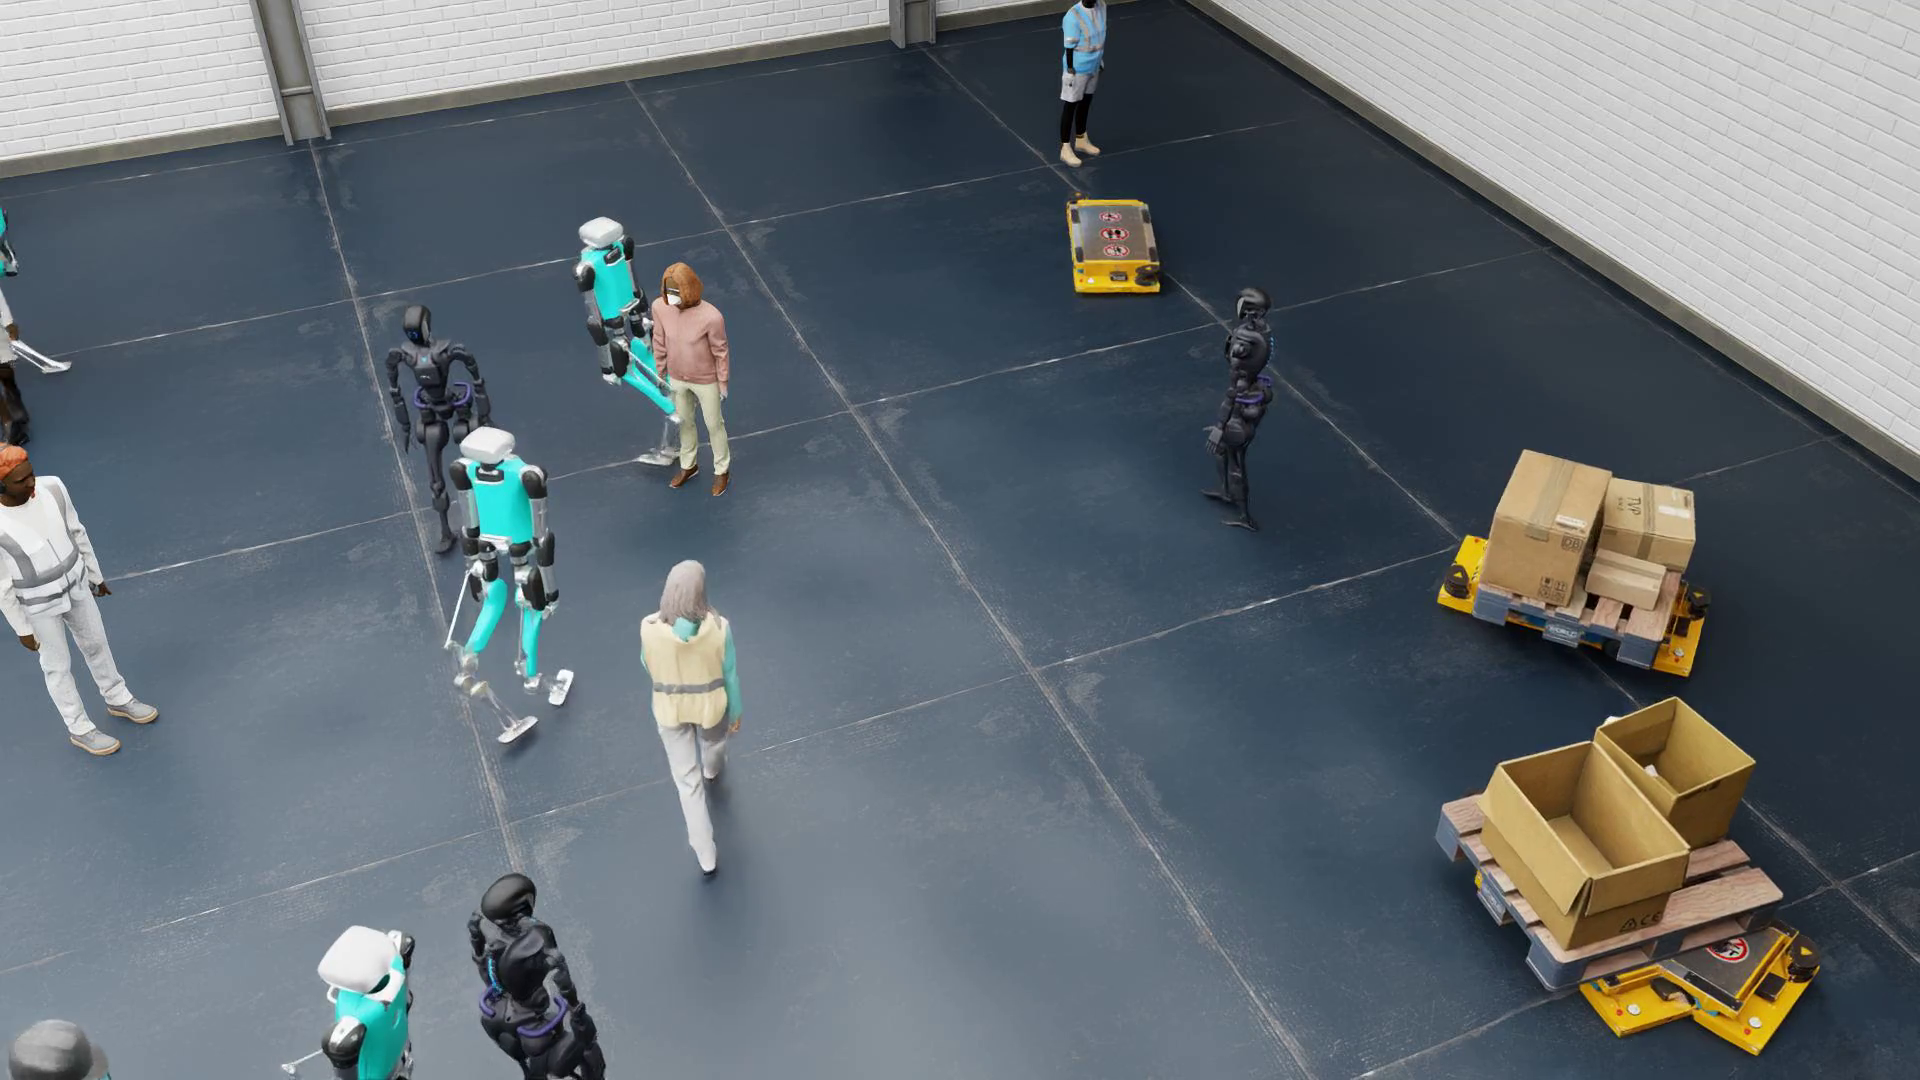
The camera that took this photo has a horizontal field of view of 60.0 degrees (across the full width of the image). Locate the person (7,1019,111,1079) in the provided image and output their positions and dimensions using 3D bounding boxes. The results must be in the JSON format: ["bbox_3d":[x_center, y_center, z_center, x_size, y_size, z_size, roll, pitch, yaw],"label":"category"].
[{"bbox_3d":[-3.070,2.280,5.967,0.537,1.898,0.581,1,38,1],"label":"person"}]

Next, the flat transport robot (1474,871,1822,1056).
[{"bbox_3d":[3.267,1.797,7.934,1.431,0.231,0.659,31,47,34],"label":"flat transport robot"}]

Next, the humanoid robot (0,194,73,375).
[{"bbox_3d":[-6.828,-1.873,11.506,0.920,1.758,0.549,-1,38,-1],"label":"humanoid robot"}]

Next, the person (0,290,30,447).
[{"bbox_3d":[-6.488,-1.462,10.847,0.621,1.890,0.646,-8,38,-11],"label":"person"}]

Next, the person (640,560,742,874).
[{"bbox_3d":[-1.295,0.774,8.116,0.456,1.649,0.914,-6,38,-7],"label":"person"}]

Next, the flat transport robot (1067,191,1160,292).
[{"bbox_3d":[1.224,-2.408,13.407,0.659,0.231,1.431,0,38,0],"label":"flat transport robot"}]

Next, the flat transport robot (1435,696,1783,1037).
[{"bbox_3d":[3.041,1.710,8.048,0.659,0.231,1.431,-11,39,-14],"label":"flat transport robot"}]

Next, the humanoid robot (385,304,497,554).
[{"bbox_3d":[-3.102,-0.703,10.056,0.608,1.628,0.705,-4,38,-5],"label":"humanoid robot"}]

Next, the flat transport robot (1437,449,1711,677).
[{"bbox_3d":[3.628,0.341,9.830,1.431,0.231,0.659,18,41,22],"label":"flat transport robot"}]

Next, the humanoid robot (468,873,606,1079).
[{"bbox_3d":[-1.679,1.911,6.634,0.588,1.654,0.424,19,42,23],"label":"humanoid robot"}]

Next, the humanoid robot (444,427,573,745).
[{"bbox_3d":[-2.418,0.350,8.627,0.562,1.762,0.862,10,39,13],"label":"humanoid robot"}]

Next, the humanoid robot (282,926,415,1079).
[{"bbox_3d":[-2.422,2.097,6.375,0.904,1.762,0.542,6,38,7],"label":"humanoid robot"}]

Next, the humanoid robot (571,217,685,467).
[{"bbox_3d":[-1.970,-1.171,10.565,0.753,1.751,0.532,16,40,20],"label":"humanoid robot"}]

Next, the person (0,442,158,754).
[{"bbox_3d":[-4.651,0.296,8.570,0.361,1.880,0.573,14,40,17],"label":"person"}]

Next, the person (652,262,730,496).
[{"bbox_3d":[-1.681,-1.011,10.467,0.505,1.631,0.267,12,39,15],"label":"person"}]

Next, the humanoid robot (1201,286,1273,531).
[{"bbox_3d":[1.693,-0.800,10.168,0.486,1.645,0.591,18,41,21],"label":"humanoid robot"}]

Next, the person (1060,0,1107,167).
[{"bbox_3d":[1.077,-4.118,14.461,0.322,1.694,0.535,27,45,30],"label":"person"}]

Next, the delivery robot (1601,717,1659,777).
[{"bbox_3d":[3.425,1.257,8.392,0.499,0.581,0.768,5,38,7],"label":"delivery robot"}]
